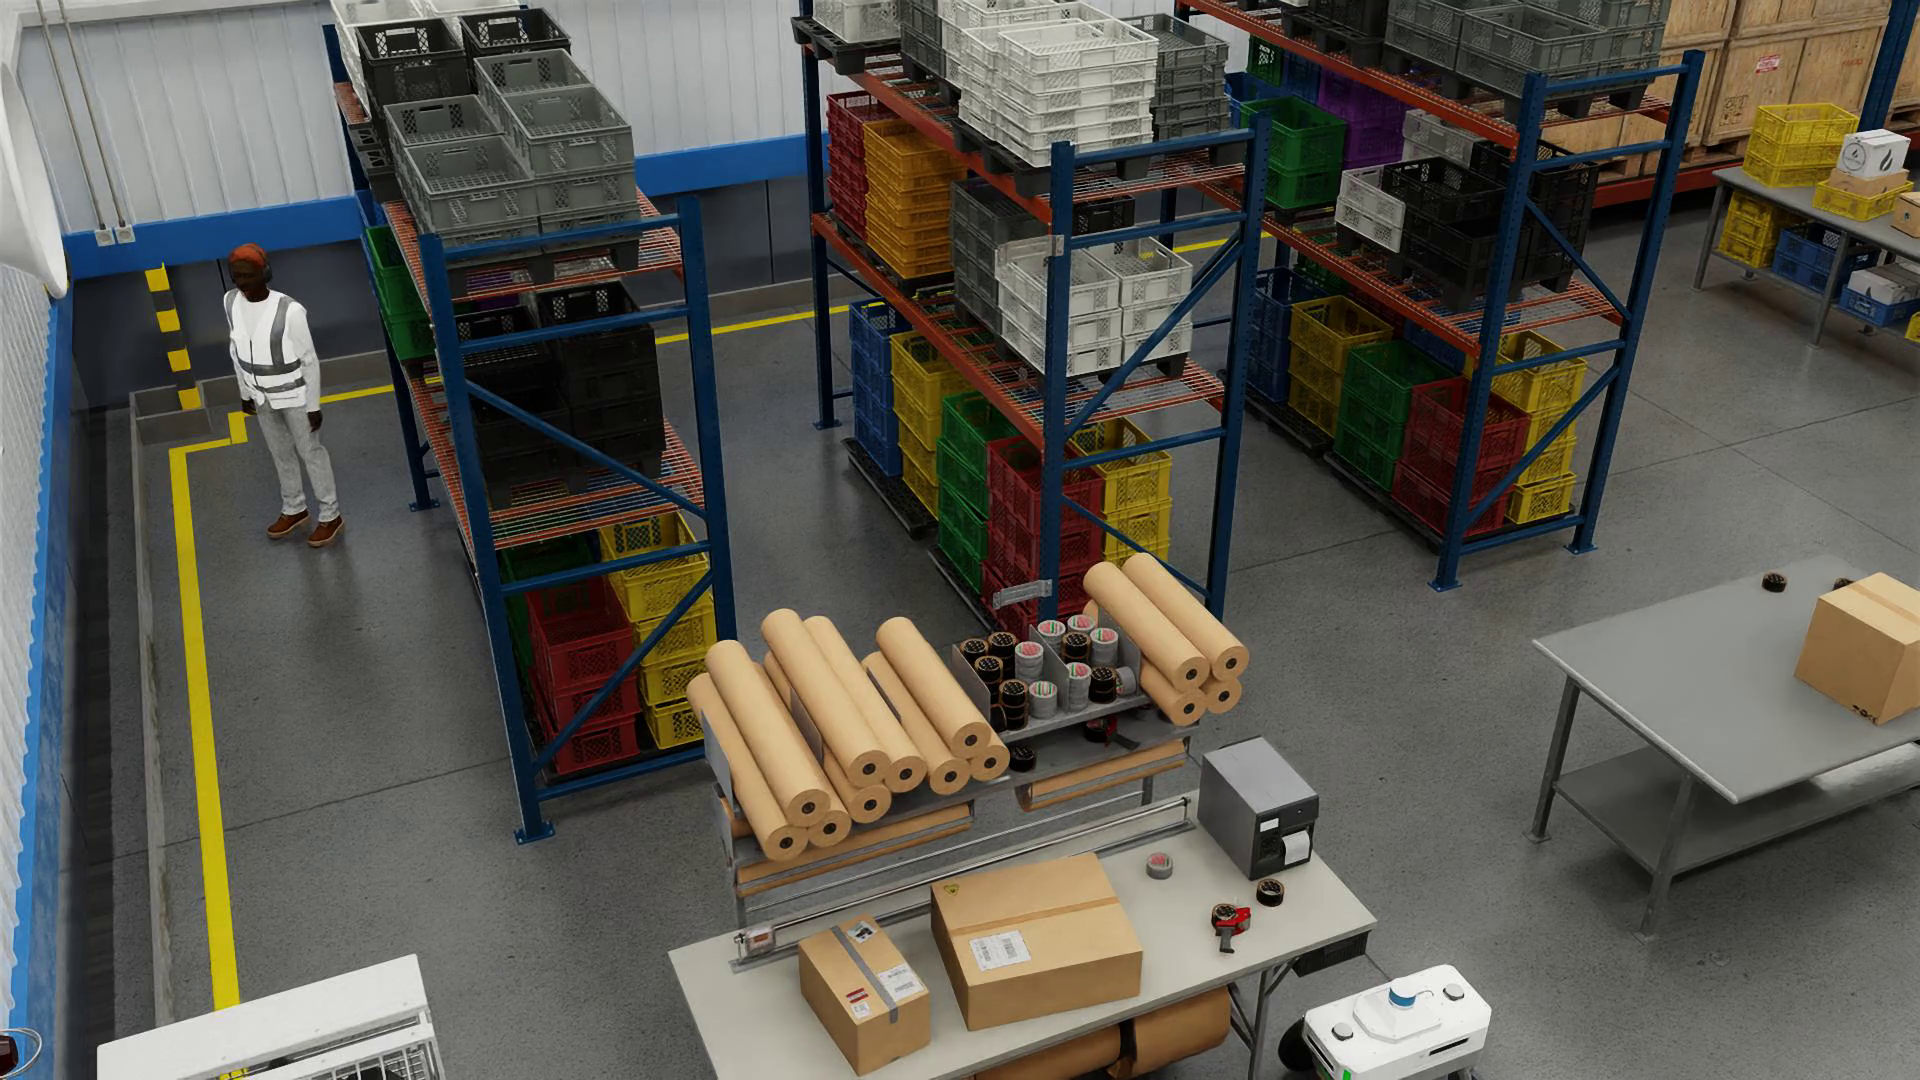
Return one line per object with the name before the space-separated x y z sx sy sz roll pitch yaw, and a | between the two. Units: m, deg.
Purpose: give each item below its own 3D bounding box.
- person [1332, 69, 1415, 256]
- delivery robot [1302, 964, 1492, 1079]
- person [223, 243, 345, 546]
person | 3.372 -3.295 13.728 0.625 1.933 0.374 18 36 27
delivery robot | 1.699 1.913 6.483 0.707 0.478 0.477 -12 34 -19
person | -4.008 -0.845 9.792 0.584 1.881 0.349 11 33 18
